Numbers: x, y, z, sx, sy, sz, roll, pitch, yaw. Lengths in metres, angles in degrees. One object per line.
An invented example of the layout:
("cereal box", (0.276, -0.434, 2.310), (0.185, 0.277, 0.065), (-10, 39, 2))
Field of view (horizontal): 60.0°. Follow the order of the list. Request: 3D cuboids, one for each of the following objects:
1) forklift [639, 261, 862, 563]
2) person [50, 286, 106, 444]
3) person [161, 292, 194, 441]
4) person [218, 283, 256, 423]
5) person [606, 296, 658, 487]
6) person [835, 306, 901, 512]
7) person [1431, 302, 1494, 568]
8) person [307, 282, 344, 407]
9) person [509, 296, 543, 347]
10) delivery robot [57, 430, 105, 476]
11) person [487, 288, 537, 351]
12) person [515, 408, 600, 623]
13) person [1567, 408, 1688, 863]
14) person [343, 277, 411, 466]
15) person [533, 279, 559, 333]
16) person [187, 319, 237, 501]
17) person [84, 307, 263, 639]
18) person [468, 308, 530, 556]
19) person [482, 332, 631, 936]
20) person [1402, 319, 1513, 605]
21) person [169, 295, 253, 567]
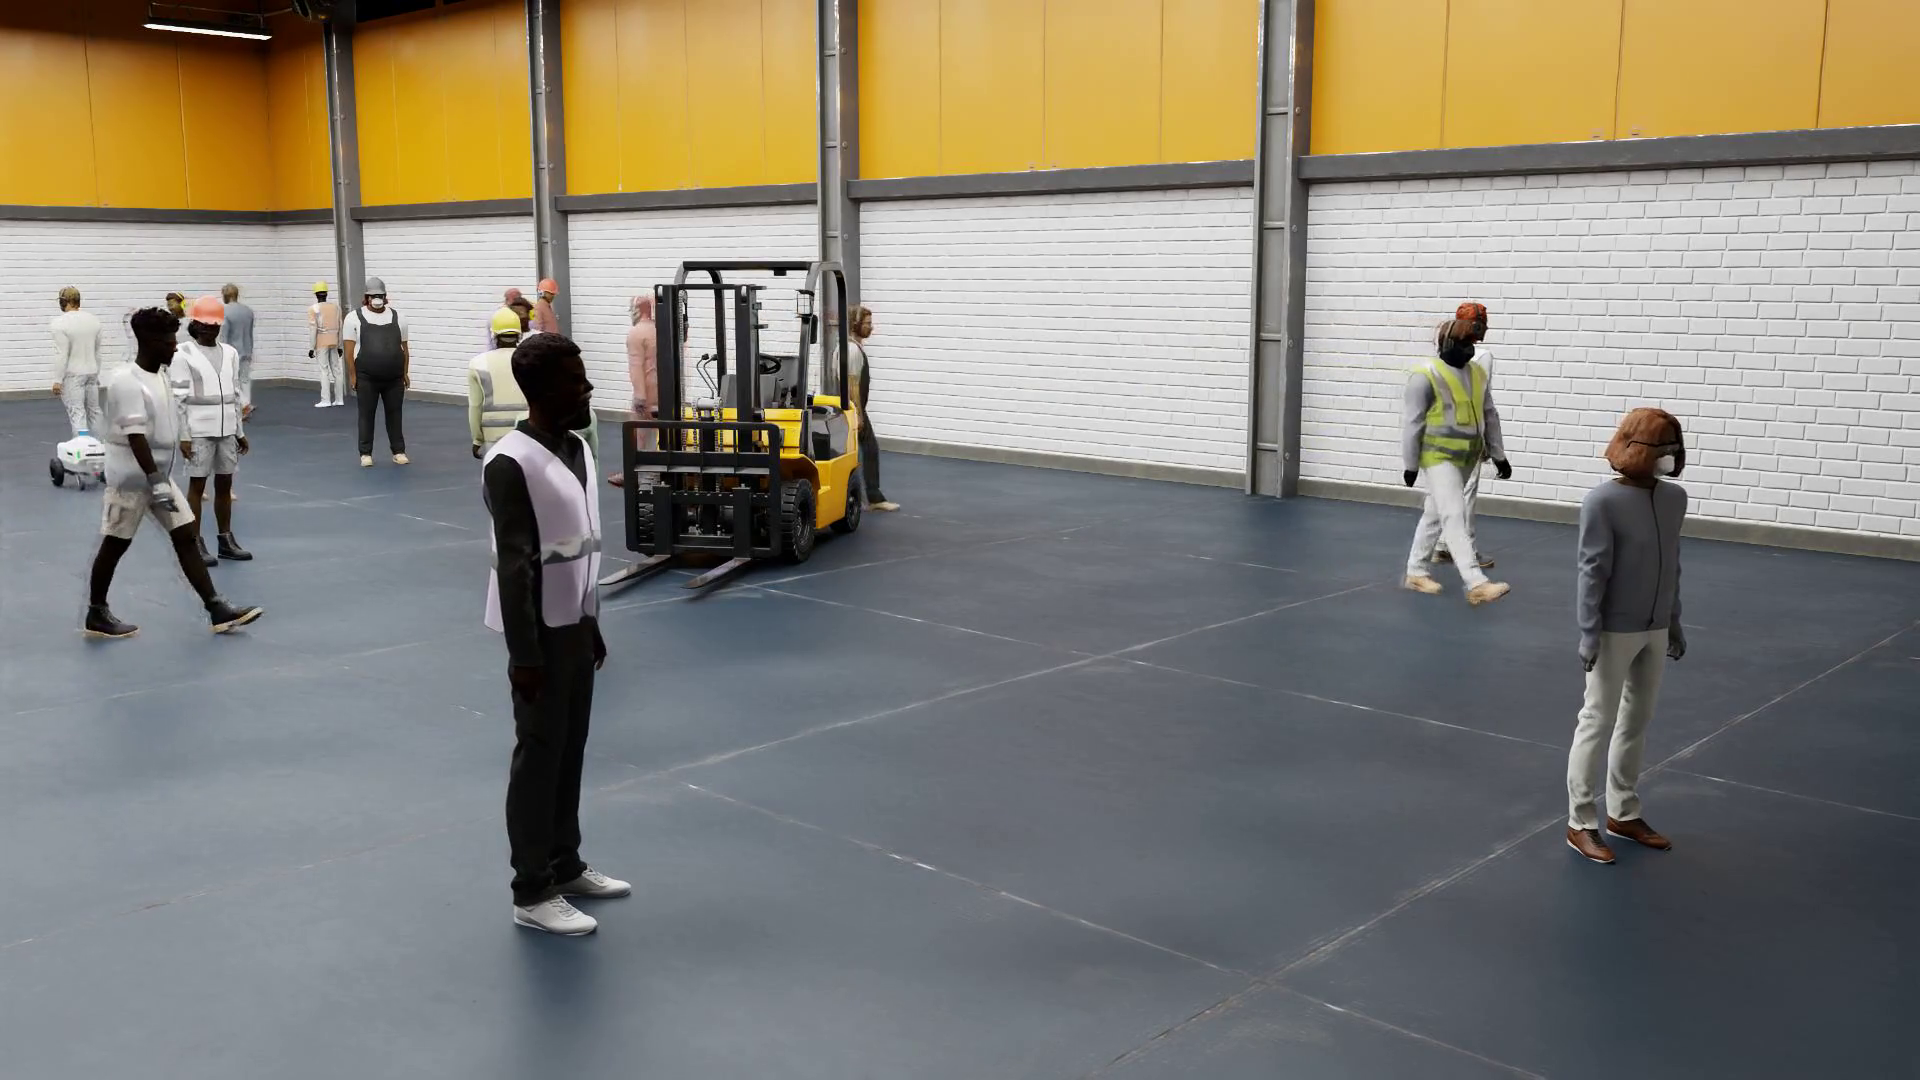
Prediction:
("forklift", (-1.552, -1.040, 12.721), (1.214, 2.155, 2.313), (2, 9, 11))
("person", (-9.421, -1.733, 17.750), (0.372, 1.940, 0.627), (2, 10, 15))
("person", (-9.537, -2.109, 20.398), (0.521, 1.822, 0.854), (1, 9, 8))
("person", (-9.872, -2.540, 22.744), (0.480, 1.926, 0.639), (4, 10, 21))
("person", (-3.025, -1.417, 16.108), (0.814, 1.857, 0.671), (5, 10, 27))
("person", (-1.006, -1.121, 14.426), (0.891, 1.814, 0.504), (0, 9, 0))
("person", (3.588, -0.745, 11.870), (0.358, 1.881, 0.574), (-4, 10, -21))
("person", (-9.745, -2.990, 25.514), (0.383, 1.918, 0.594), (6, 11, 31))
("person", (-4.011, -1.303, 15.333), (0.532, 1.867, 0.308), (1, 9, 4))
("delivery robot", (-8.497, -0.829, 16.153), (0.477, 0.478, 0.707), (-8, 12, -42))
("person", (-5.562, -2.214, 20.891), (0.653, 1.880, 0.799), (0, 9, 0))
("person", (-2.234, -0.197, 9.259), (0.498, 1.634, 0.281), (-8, 12, -41))
("person", (2.421, 0.336, 5.999), (0.509, 1.631, 0.266), (-5, 10, -28))
("person", (-6.251, -1.816, 17.949), (0.682, 2.000, 0.537), (-6, 11, -33))
("person", (-5.685, -2.595, 22.896), (0.399, 1.984, 0.610), (0, 9, 3))
("person", (-6.836, -1.175, 15.079), (0.535, 1.697, 0.318), (0, 9, -2))
("person", (-4.581, -0.366, 9.476), (1.019, 1.902, 0.621), (0, 9, 1))
("person", (-3.291, -0.779, 12.213), (0.599, 1.836, 0.404), (-3, 10, -18))
("person", (-1.324, 0.304, 5.385), (0.381, 1.896, 0.596), (1, 9, 8))
("person", (3.207, -0.497, 10.597), (0.623, 1.793, 0.946), (-7, 12, -36))
("person", (-5.363, -0.782, 11.947), (0.375, 1.931, 0.542), (5, 11, 30))
